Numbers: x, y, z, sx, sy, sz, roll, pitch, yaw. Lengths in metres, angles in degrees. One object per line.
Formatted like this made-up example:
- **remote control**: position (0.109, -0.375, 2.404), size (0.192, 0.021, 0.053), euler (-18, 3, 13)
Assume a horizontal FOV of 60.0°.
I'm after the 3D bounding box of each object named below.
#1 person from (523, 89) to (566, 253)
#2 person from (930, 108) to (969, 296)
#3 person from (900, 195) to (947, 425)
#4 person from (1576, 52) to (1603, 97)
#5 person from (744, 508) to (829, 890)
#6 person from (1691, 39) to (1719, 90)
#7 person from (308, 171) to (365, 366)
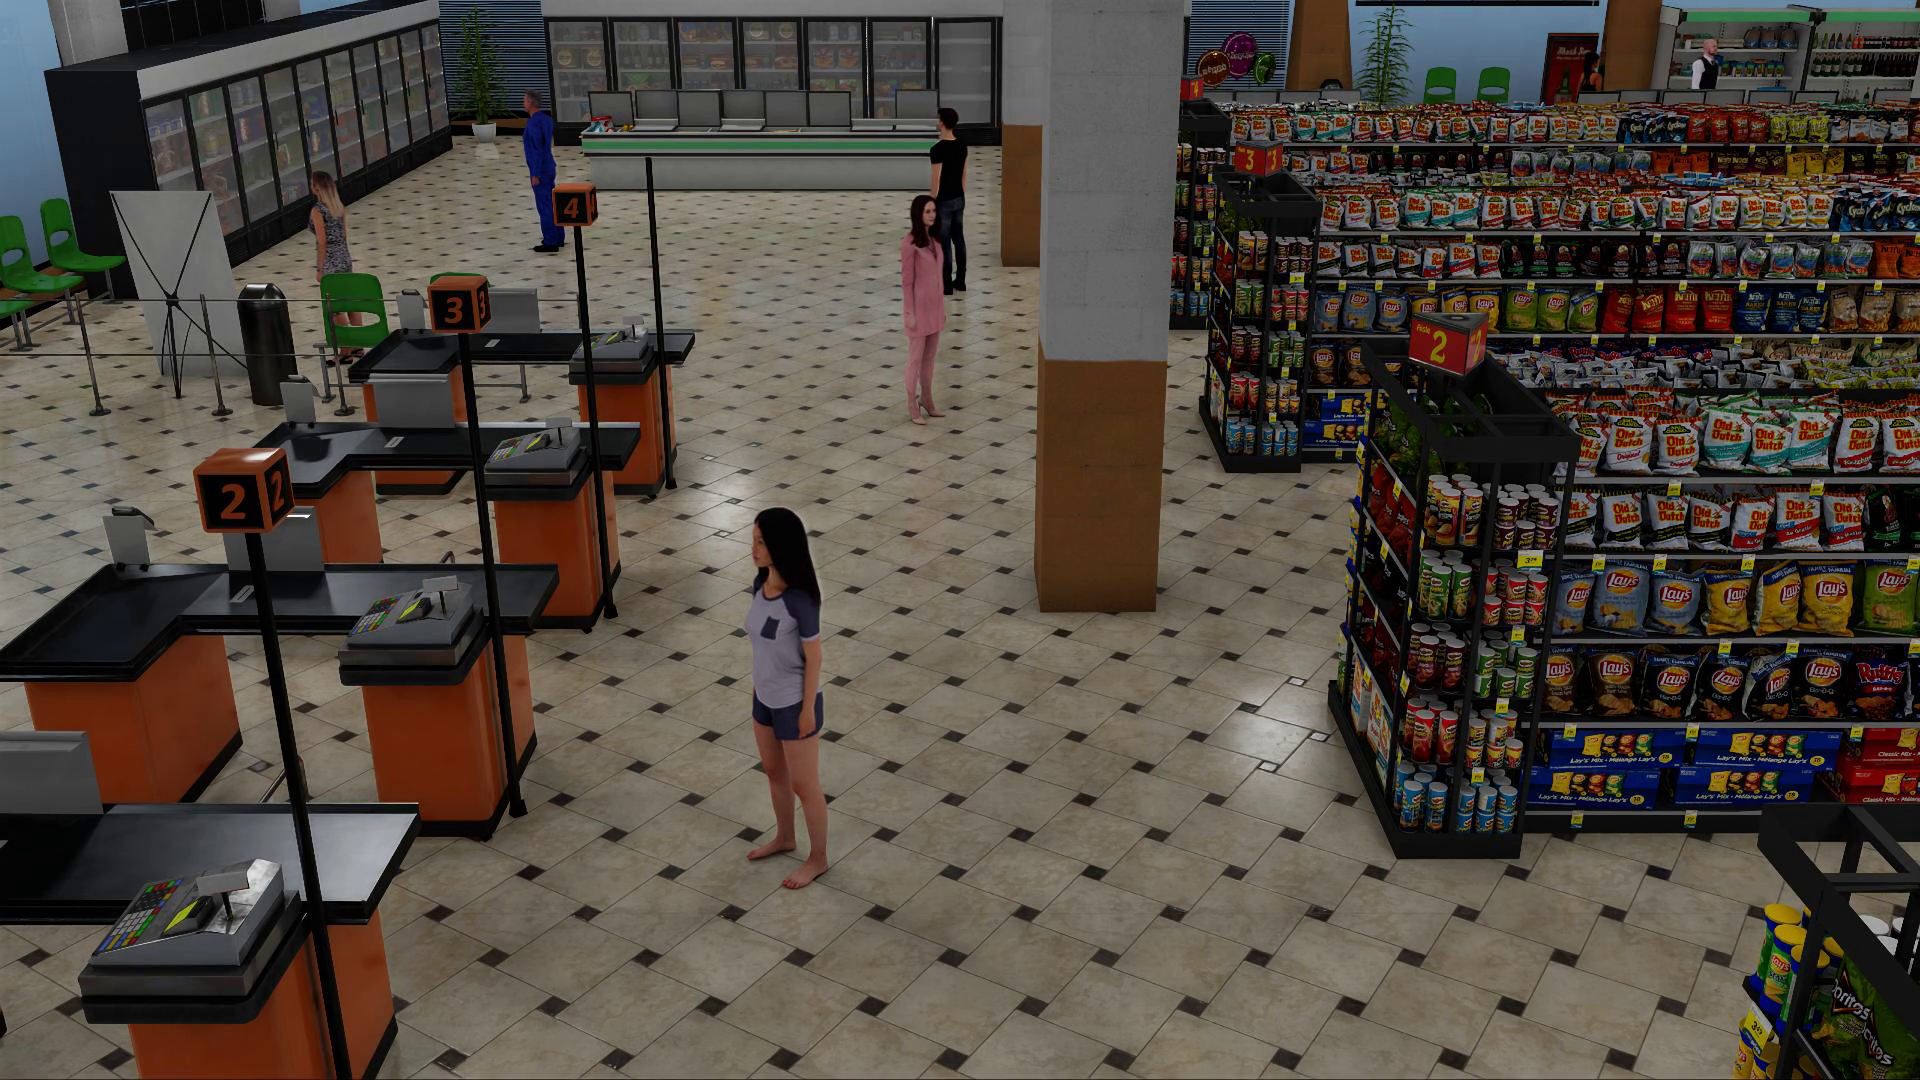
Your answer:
- **person**: position (-4.820, -4.267, 19.209), size (0.572, 1.827, 0.734), euler (2, 22, 4)
- **person**: position (-0.111, -3.508, 17.227), size (0.808, 1.896, 0.752), euler (20, 29, 40)
- **person**: position (-0.297, -1.830, 13.176), size (0.715, 1.803, 0.685), euler (16, 27, 34)
- **person**: position (9.363, -6.445, 24.855), size (0.655, 1.659, 0.651), euler (-11, 24, -25)
- **person**: position (-0.740, 0.665, 7.097), size (0.709, 1.706, 0.673), euler (-17, 27, -35)
- **person**: position (11.107, -6.568, 24.940), size (0.766, 1.824, 0.839), euler (-19, 28, -38)
- **person**: position (-5.551, -2.422, 14.782), size (0.575, 1.704, 0.623), euler (6, 23, 14)
